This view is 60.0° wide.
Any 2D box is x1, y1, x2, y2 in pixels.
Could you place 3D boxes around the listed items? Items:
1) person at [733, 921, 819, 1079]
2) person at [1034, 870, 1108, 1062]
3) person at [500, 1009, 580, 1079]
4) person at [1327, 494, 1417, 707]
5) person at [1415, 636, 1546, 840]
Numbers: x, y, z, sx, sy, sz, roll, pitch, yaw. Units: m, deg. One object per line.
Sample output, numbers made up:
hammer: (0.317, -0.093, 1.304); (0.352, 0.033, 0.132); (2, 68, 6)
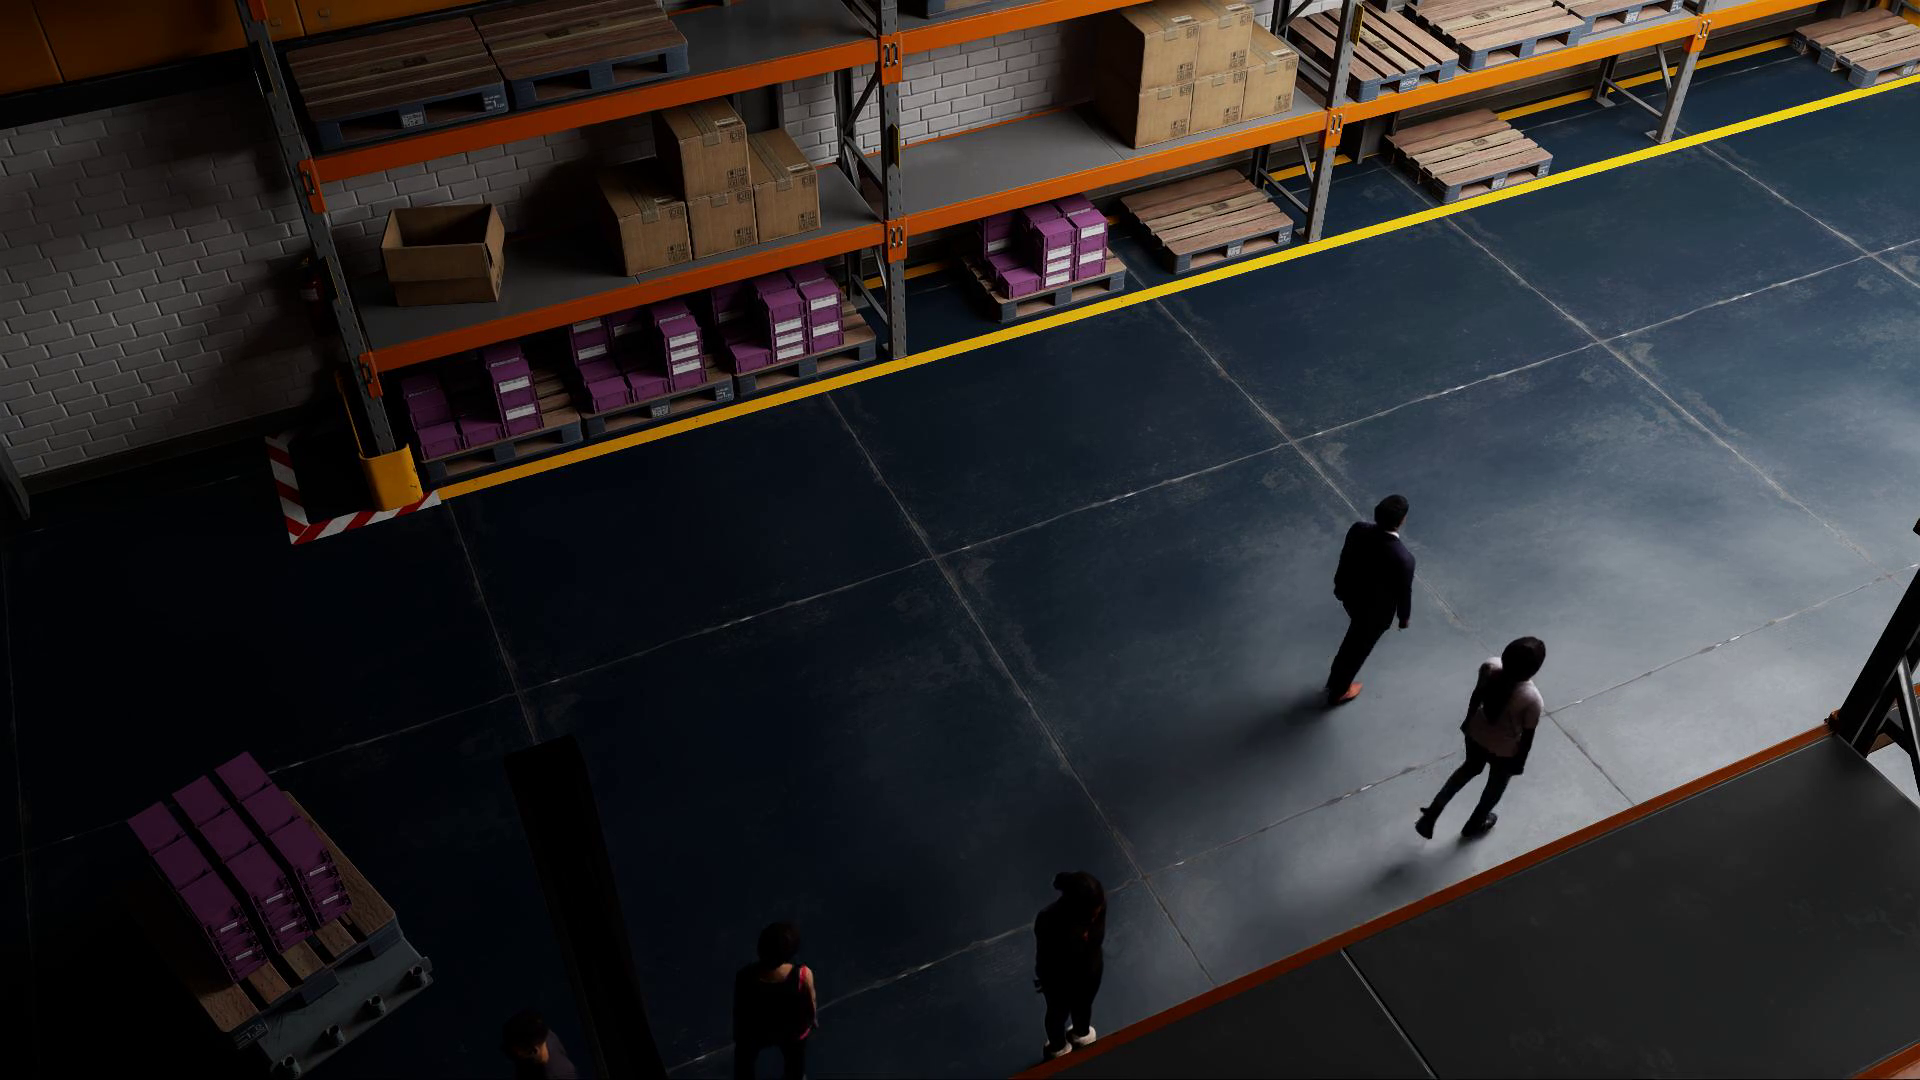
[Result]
person: (-0.955, 2.426, 8.288); (0.599, 1.529, 0.853); (-14, 45, -14)
person: (0.561, 2.177, 8.455); (0.595, 1.659, 0.658); (0, 44, 0)
person: (-1.889, 2.719, 7.810); (0.599, 1.764, 0.685); (-27, 50, -25)
person: (2.452, 0.436, 10.244); (0.654, 1.713, 0.695); (-26, 49, -25)
person: (2.983, 1.190, 9.459); (0.905, 1.704, 0.663); (-25, 49, -24)
